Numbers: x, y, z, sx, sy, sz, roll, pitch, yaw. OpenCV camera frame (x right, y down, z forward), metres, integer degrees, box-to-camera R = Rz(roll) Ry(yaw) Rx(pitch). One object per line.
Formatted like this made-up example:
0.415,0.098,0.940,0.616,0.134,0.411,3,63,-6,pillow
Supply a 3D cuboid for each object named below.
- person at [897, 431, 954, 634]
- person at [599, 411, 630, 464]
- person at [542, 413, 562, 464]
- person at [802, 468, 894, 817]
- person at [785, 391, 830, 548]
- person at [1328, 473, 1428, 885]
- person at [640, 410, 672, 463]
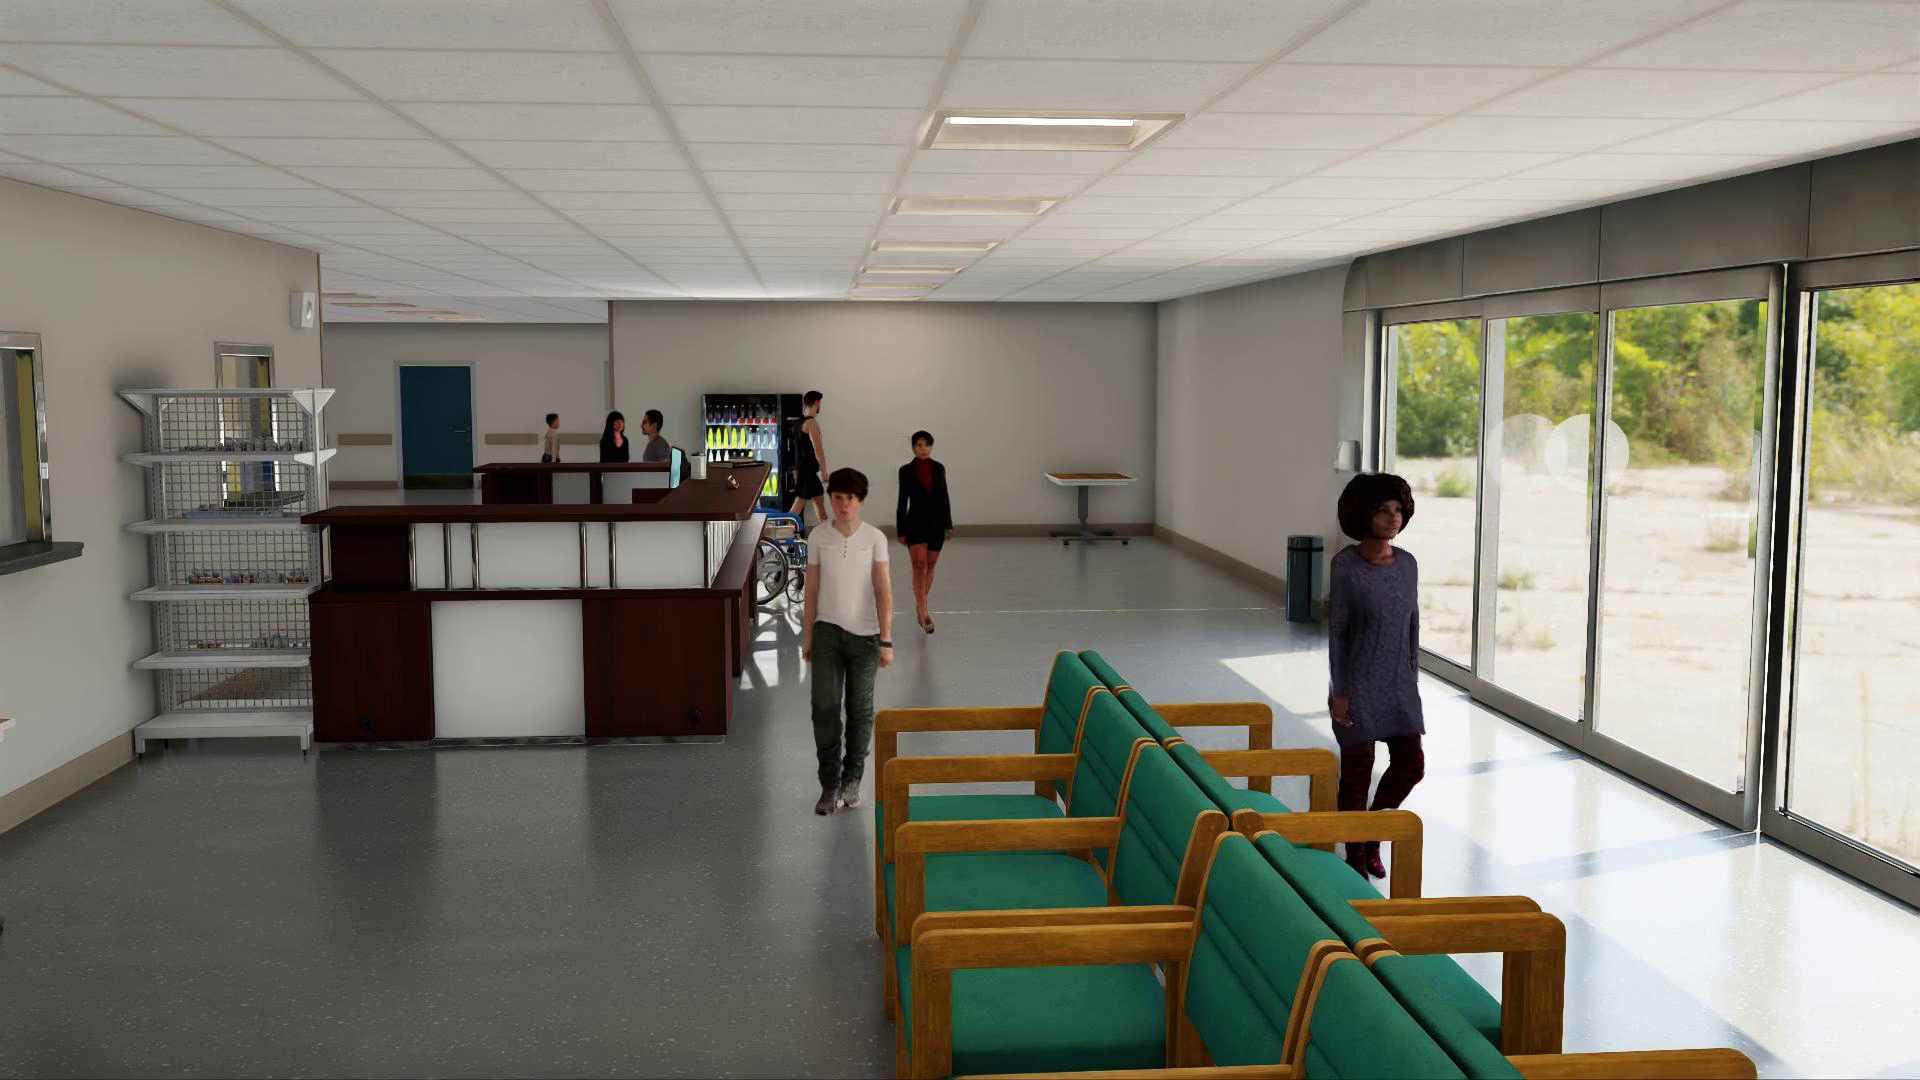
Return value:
-0.296,-0.038,13.311,1.014,1.594,0.772,-2,6,-18,person
-4.128,-0.694,19.683,0.966,1.624,0.968,-5,8,-40,person
-6.459,-1.226,25.977,1.074,1.423,0.894,-4,7,-36,person
-0.532,0.471,8.017,0.760,1.642,0.719,0,6,2,person
-1.900,-0.815,19.767,1.136,1.848,0.904,-2,6,-15,person
1.580,0.585,6.577,0.642,1.702,0.705,-2,6,-16,person
-2.784,-0.340,15.738,1.215,1.708,0.881,-2,6,-22,person
